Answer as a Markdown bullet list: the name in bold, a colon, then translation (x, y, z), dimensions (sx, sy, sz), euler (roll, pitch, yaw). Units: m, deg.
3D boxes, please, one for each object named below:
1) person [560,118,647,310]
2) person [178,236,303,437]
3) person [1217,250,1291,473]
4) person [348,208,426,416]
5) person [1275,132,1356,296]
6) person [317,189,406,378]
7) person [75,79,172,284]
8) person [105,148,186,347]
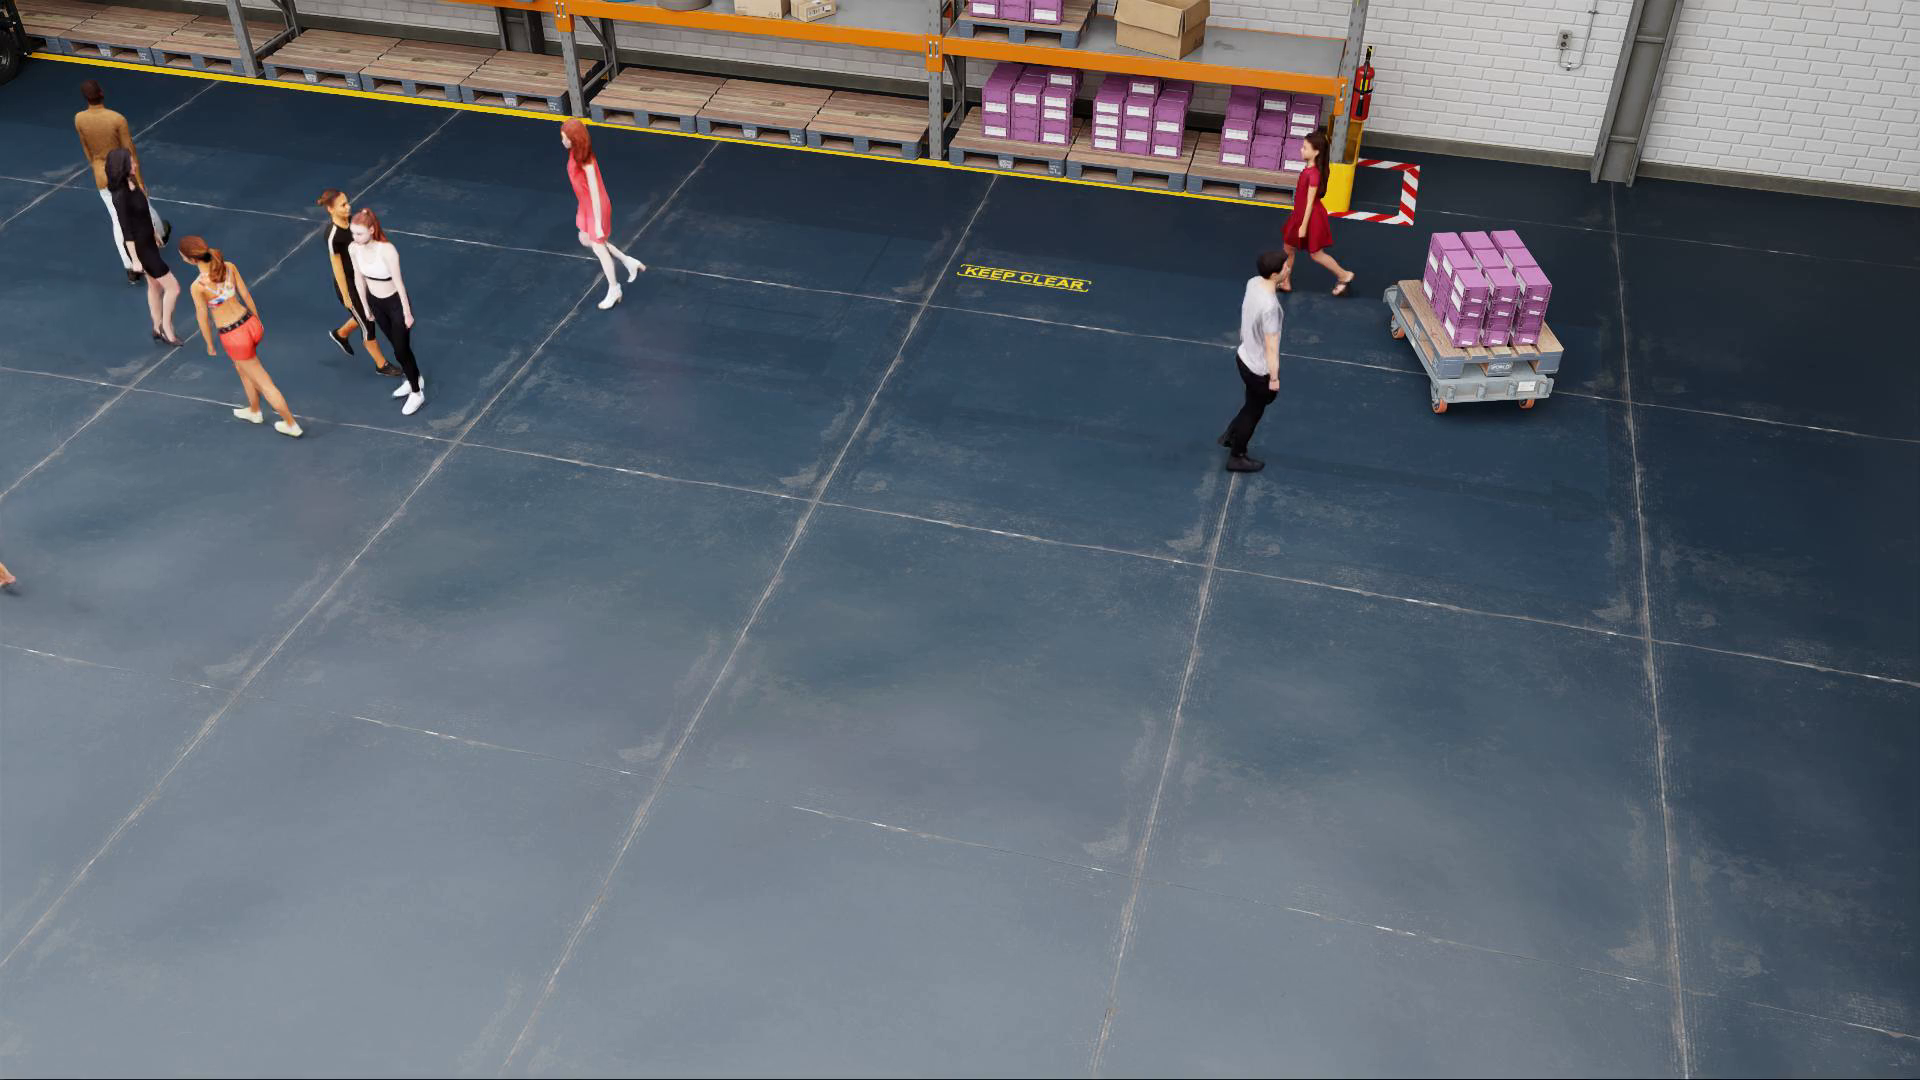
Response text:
- **person**: translation (-3.055, -2.823, 14.294), dimensions (0.951, 1.797, 0.882), euler (-15, 41, -18)
- **person**: translation (-5.441, -1.532, 12.714), dimensions (0.910, 1.751, 0.671), euler (21, 43, 24)
- **person**: translation (2.118, -1.308, 12.354), dimensions (0.752, 1.850, 0.758), euler (0, 39, 0)
- **person**: translation (-4.472, -1.848, 13.124), dimensions (0.655, 1.734, 0.698), euler (19, 42, 22)
- **person**: translation (3.122, -2.805, 14.490), dimensions (1.059, 1.524, 0.724), euler (-1, 39, -2)
- **person**: translation (-4.970, -2.087, 13.486), dimensions (0.913, 1.656, 0.610), euler (7, 39, 9)
- **person**: translation (-7.474, -3.137, 14.709), dimensions (1.176, 1.769, 1.006), euler (-5, 39, -6)
- **person**: translation (-6.817, -2.362, 13.722), dimensions (0.764, 1.790, 0.747), euler (-7, 39, -8)
